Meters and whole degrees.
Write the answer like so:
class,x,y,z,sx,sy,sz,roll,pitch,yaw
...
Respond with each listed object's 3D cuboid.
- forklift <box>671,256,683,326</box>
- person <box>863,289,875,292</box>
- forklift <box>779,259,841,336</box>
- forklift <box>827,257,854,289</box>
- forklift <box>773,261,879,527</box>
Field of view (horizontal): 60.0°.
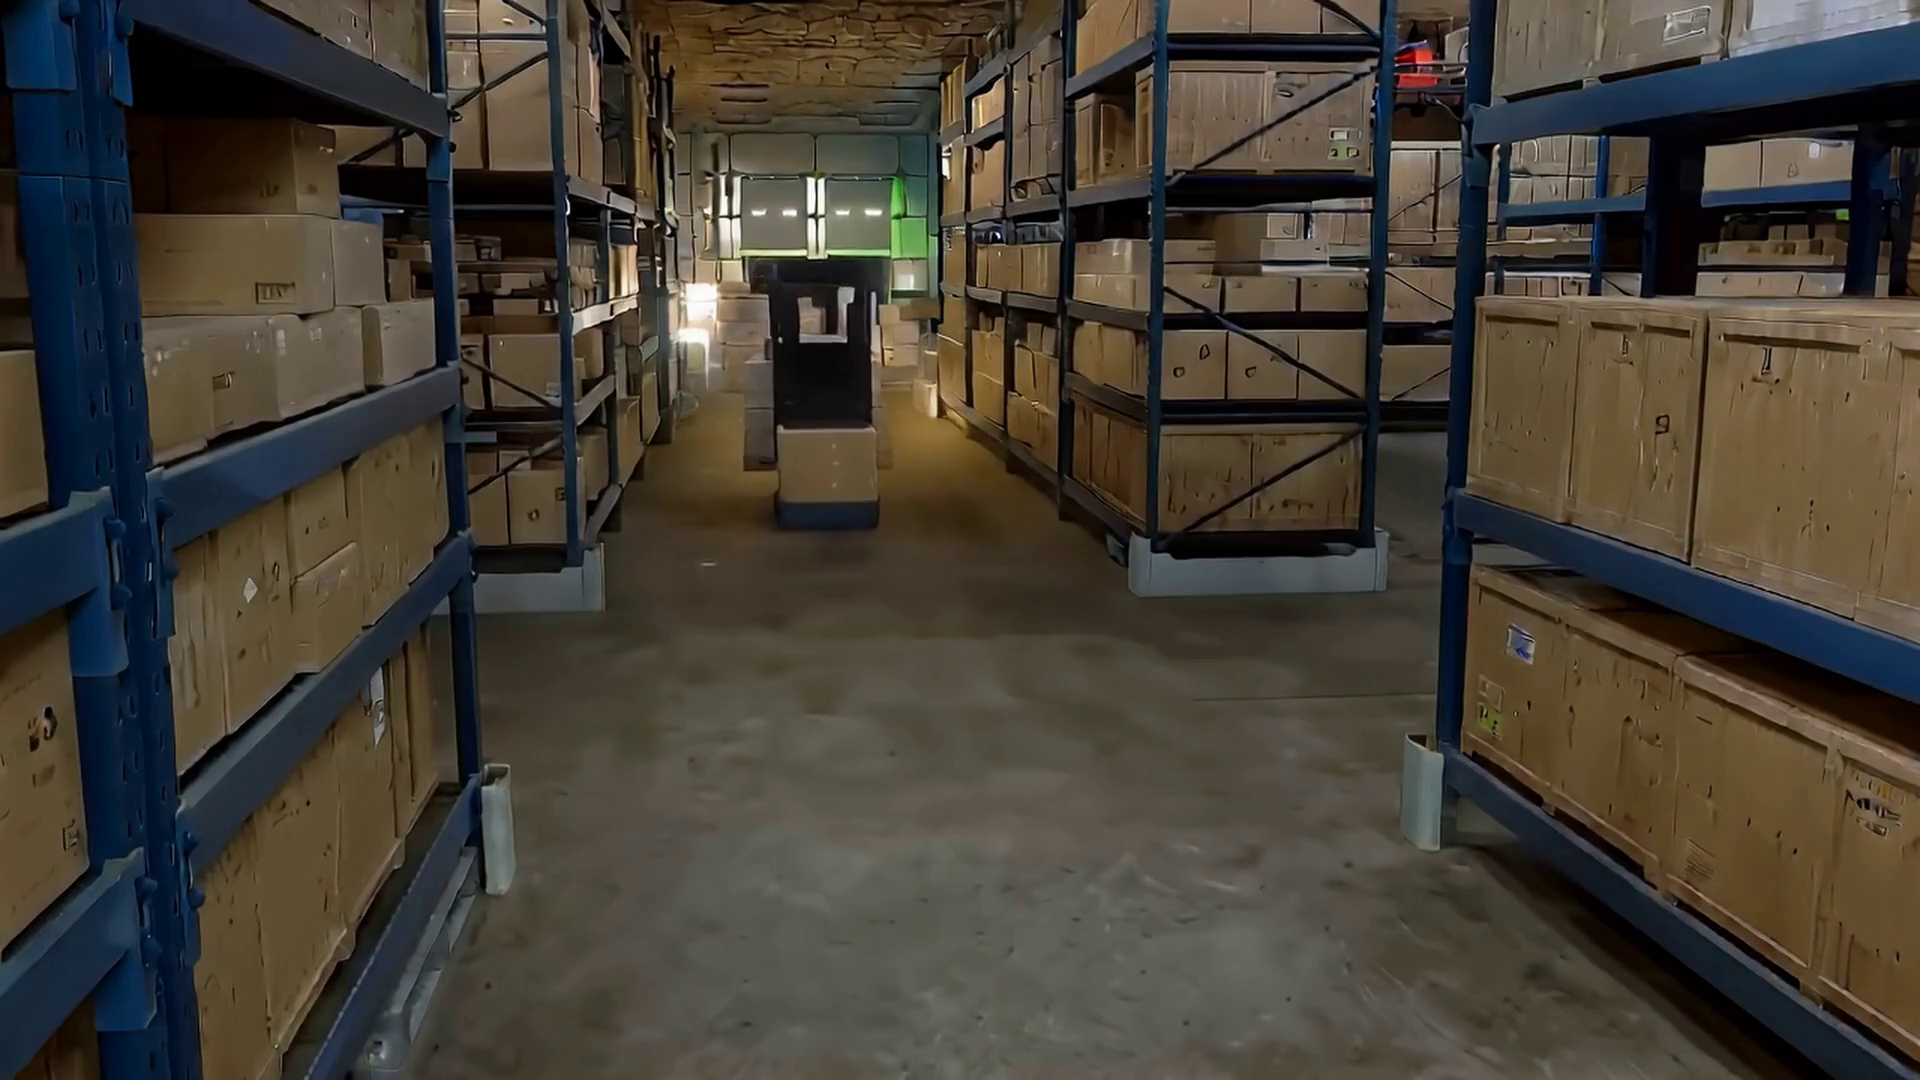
class,x,y,z,sx,sy,sz,roll,pitch,yaw
forklift,-10.866,-8.982,60.854,1.129,2.768,1.873,-4,11,-22
person,-3.346,-8.367,60.048,0.646,1.923,0.521,2,10,10
forklift,-2.346,-3.041,26.267,1.129,2.768,1.873,-6,11,-32
forklift,-3.293,-6.577,46.858,1.129,2.768,1.873,-1,10,-7
forklift,-1.484,-1.638,18.100,1.129,2.768,1.873,-1,10,-7
